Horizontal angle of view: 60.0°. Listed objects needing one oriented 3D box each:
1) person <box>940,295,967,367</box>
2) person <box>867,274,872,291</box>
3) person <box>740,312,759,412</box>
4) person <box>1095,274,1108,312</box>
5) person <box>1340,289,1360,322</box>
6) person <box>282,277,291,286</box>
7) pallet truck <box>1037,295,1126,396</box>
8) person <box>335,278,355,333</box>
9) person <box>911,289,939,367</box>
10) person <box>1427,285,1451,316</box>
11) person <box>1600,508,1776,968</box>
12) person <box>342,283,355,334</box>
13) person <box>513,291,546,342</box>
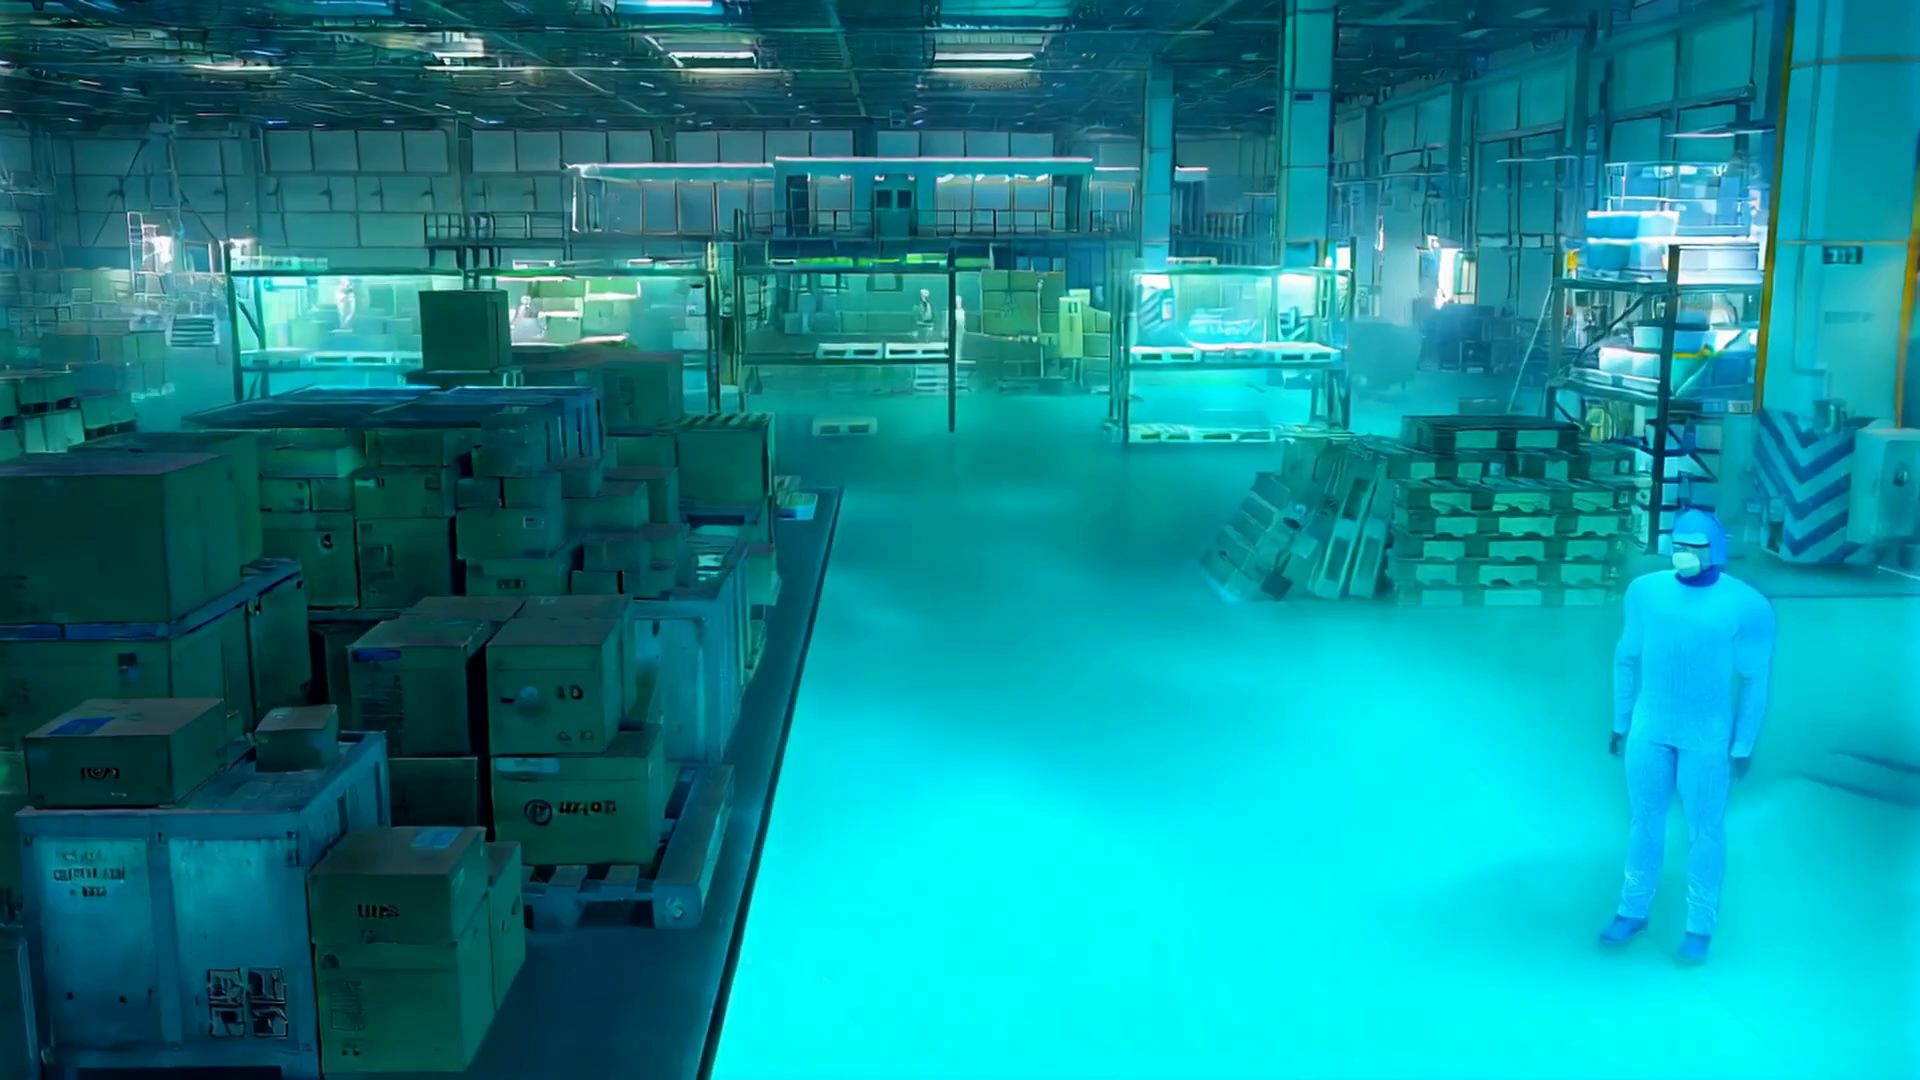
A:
[{"bbox_3d":[-0.117,-4.565,37.270,0.587,1.863,0.806,-8,13,-37],"label":"person"},{"bbox_3d":[-3.342,-8.490,58.944,0.542,1.928,0.399,-3,11,-17],"label":"person"},{"bbox_3d":[-3.490,-2.869,27.776,0.326,1.874,0.519,2,10,9],"label":"person"},{"bbox_3d":[4.923,-8.290,57.885,0.391,1.911,0.584,-7,12,-33],"label":"person"},{"bbox_3d":[10.343,-5.769,44.076,0.538,1.825,0.979,3,11,16],"label":"person"},{"bbox_3d":[-24.646,-8.761,60.984,0.485,1.736,0.323,-2,10,-11],"label":"person"},{"bbox_3d":[2.483,-3.881,33.060,1.885,1.965,0.823,-7,13,-36],"label":"pallet truck"},{"bbox_3d":[-20.418,-7.783,55.283,0.605,1.818,0.412,1,10,5],"label":"person"},{"bbox_3d":[-0.777,-5.017,39.628,0.609,1.917,0.848,-7,13,-36],"label":"person"},{"bbox_3d":[13.344,-6.186,46.367,0.640,1.824,0.526,2,10,9],"label":"person"},{"bbox_3d":[3.054,0.822,7.028,0.629,1.940,0.373,9,14,42],"label":"person"},{"bbox_3d":[-16.306,-5.895,44.483,0.405,1.922,0.578,-6,12,-28],"label":"person"},{"bbox_3d":[-8.828,-4.076,34.024,0.673,2.000,0.536,1,10,4],"label":"person"}]
